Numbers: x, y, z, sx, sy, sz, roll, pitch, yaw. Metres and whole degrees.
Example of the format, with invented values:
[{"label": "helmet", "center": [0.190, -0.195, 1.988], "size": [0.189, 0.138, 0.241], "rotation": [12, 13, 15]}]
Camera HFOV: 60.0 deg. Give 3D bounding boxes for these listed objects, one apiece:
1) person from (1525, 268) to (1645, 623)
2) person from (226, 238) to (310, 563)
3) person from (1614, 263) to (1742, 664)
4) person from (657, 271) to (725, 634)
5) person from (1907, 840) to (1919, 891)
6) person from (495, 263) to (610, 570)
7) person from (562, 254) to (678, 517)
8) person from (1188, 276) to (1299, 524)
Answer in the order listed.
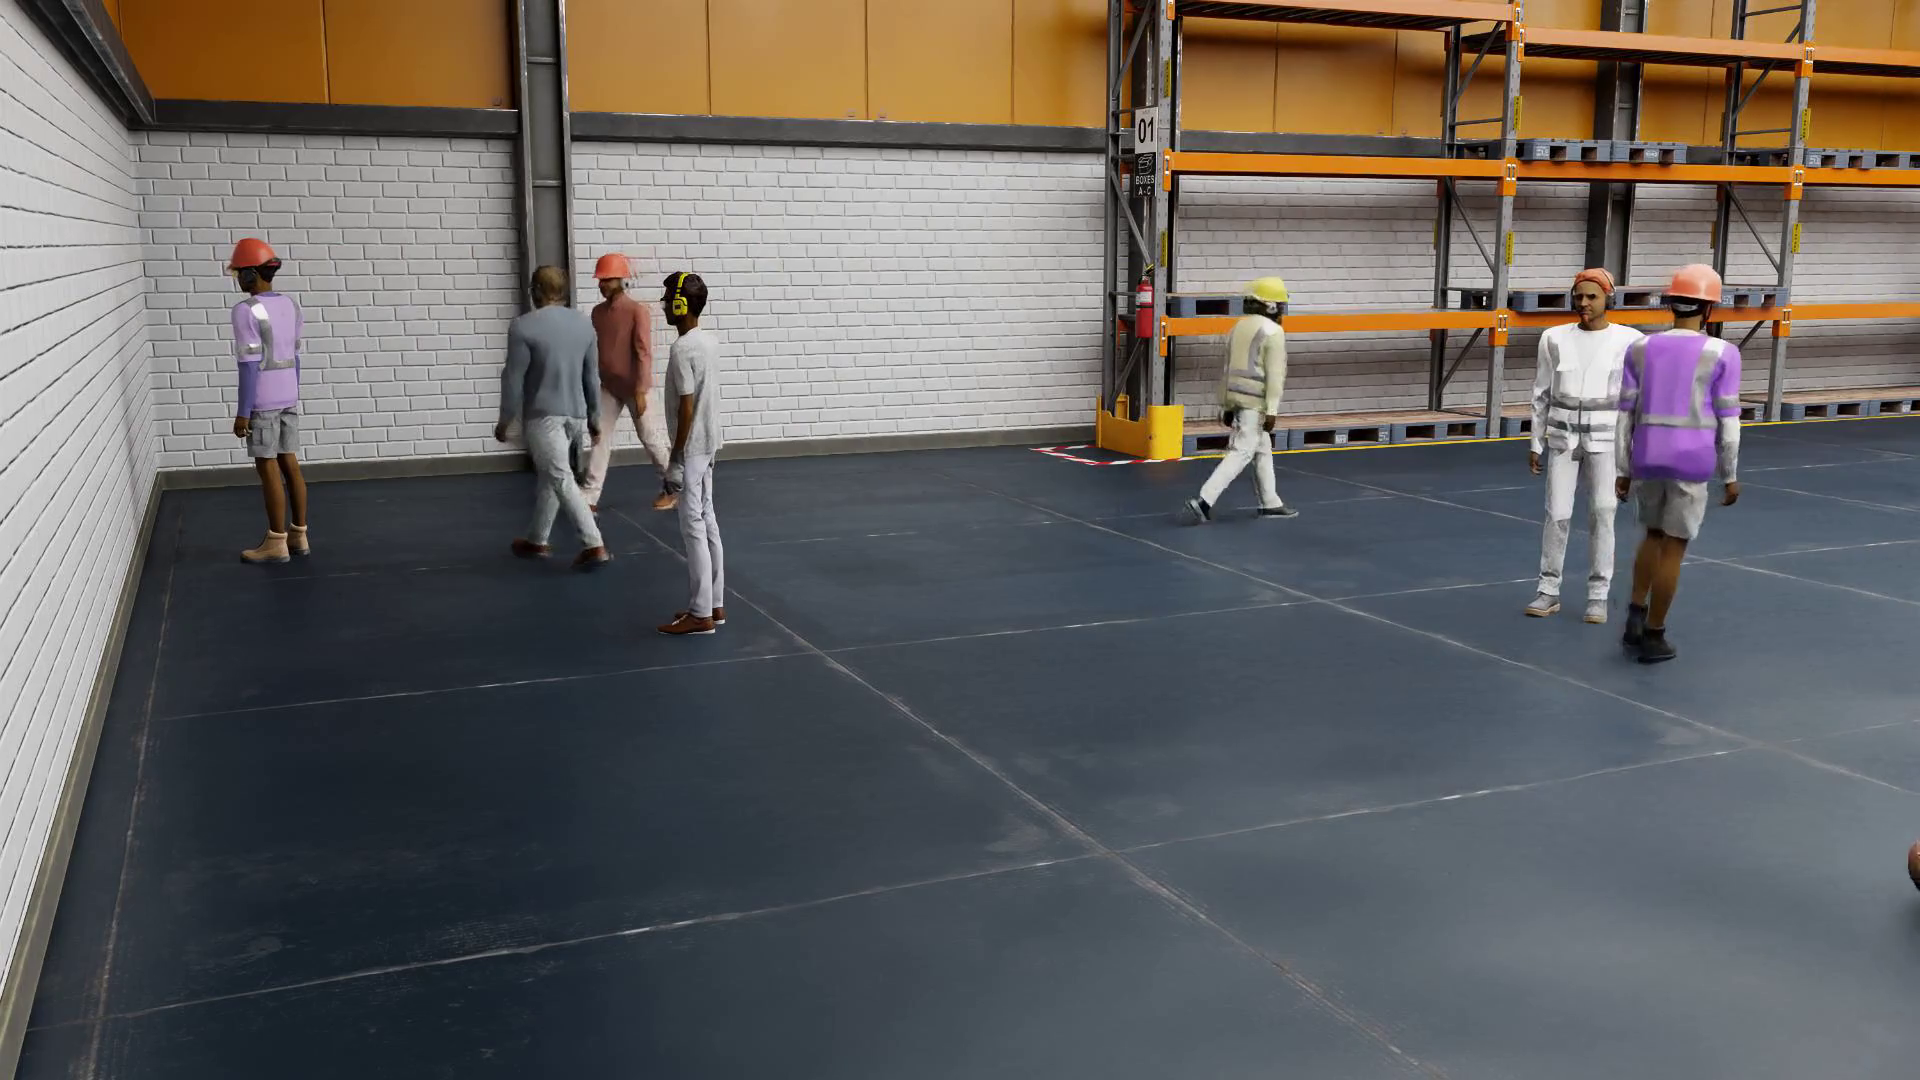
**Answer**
[{"label": "person", "center": [3.334, -0.499, 8.875], "size": [0.578, 1.882, 0.346], "rotation": [7, 12, 34]}, {"label": "person", "center": [-4.395, -0.876, 10.531], "size": [0.369, 2.045, 0.608], "rotation": [2, 10, 9]}, {"label": "person", "center": [3.460, -0.358, 7.999], "size": [0.524, 1.917, 0.545], "rotation": [-9, 13, -40]}, {"label": "person", "center": [-1.402, -0.443, 8.606], "size": [0.328, 1.872, 0.513], "rotation": [2, 10, 9]}, {"label": "person", "center": [2.996, 0.285, 4.603], "size": [0.637, 1.851, 1.013], "rotation": [3, 11, 15]}, {"label": "person", "center": [-2.521, -0.769, 10.378], "size": [1.000, 1.897, 0.635], "rotation": [6, 12, 32]}, {"label": "person", "center": [-2.480, -1.141, 12.327], "size": [0.633, 1.941, 1.049], "rotation": [7, 12, 33]}, {"label": "person", "center": [2.047, -0.994, 11.940], "size": [0.927, 1.789, 0.598], "rotation": [-4, 11, -20]}]
